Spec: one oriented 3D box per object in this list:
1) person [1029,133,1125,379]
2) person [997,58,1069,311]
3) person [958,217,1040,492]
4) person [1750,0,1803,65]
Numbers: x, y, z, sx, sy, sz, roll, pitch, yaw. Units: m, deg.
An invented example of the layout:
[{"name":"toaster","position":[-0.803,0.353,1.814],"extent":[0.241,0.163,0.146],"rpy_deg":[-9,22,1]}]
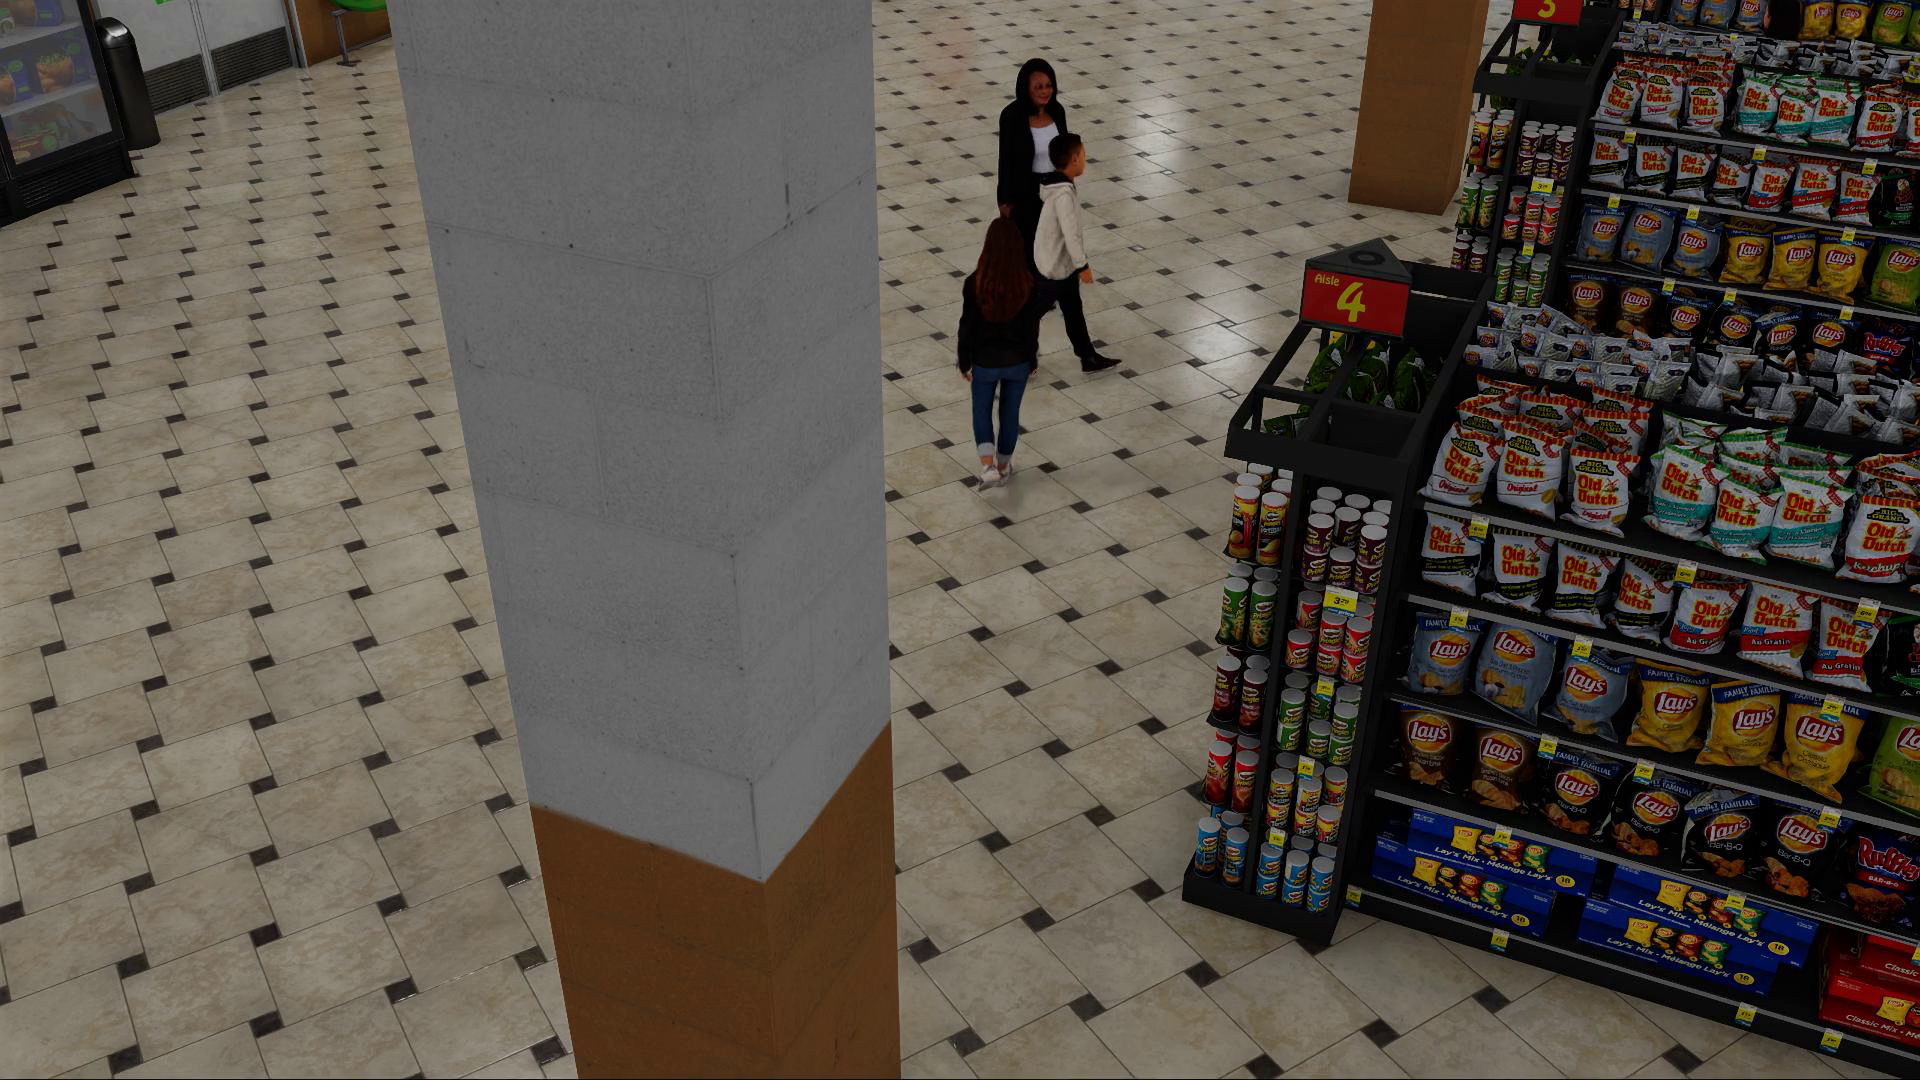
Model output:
[{"name":"person","position":[0.472,-1.567,9.478],"extent":[1.019,1.411,0.744],"rpy_deg":[6,32,10]},{"name":"person","position":[0.429,-2.160,10.238],"extent":[0.762,1.615,0.780],"rpy_deg":[-22,38,-31]},{"name":"person","position":[0.209,-0.877,8.310],"extent":[0.777,1.472,0.803],"rpy_deg":[-2,32,-4]},{"name":"person","position":[5.377,-2.744,11.089],"extent":[0.894,1.707,0.973],"rpy_deg":[-14,34,-21]}]
